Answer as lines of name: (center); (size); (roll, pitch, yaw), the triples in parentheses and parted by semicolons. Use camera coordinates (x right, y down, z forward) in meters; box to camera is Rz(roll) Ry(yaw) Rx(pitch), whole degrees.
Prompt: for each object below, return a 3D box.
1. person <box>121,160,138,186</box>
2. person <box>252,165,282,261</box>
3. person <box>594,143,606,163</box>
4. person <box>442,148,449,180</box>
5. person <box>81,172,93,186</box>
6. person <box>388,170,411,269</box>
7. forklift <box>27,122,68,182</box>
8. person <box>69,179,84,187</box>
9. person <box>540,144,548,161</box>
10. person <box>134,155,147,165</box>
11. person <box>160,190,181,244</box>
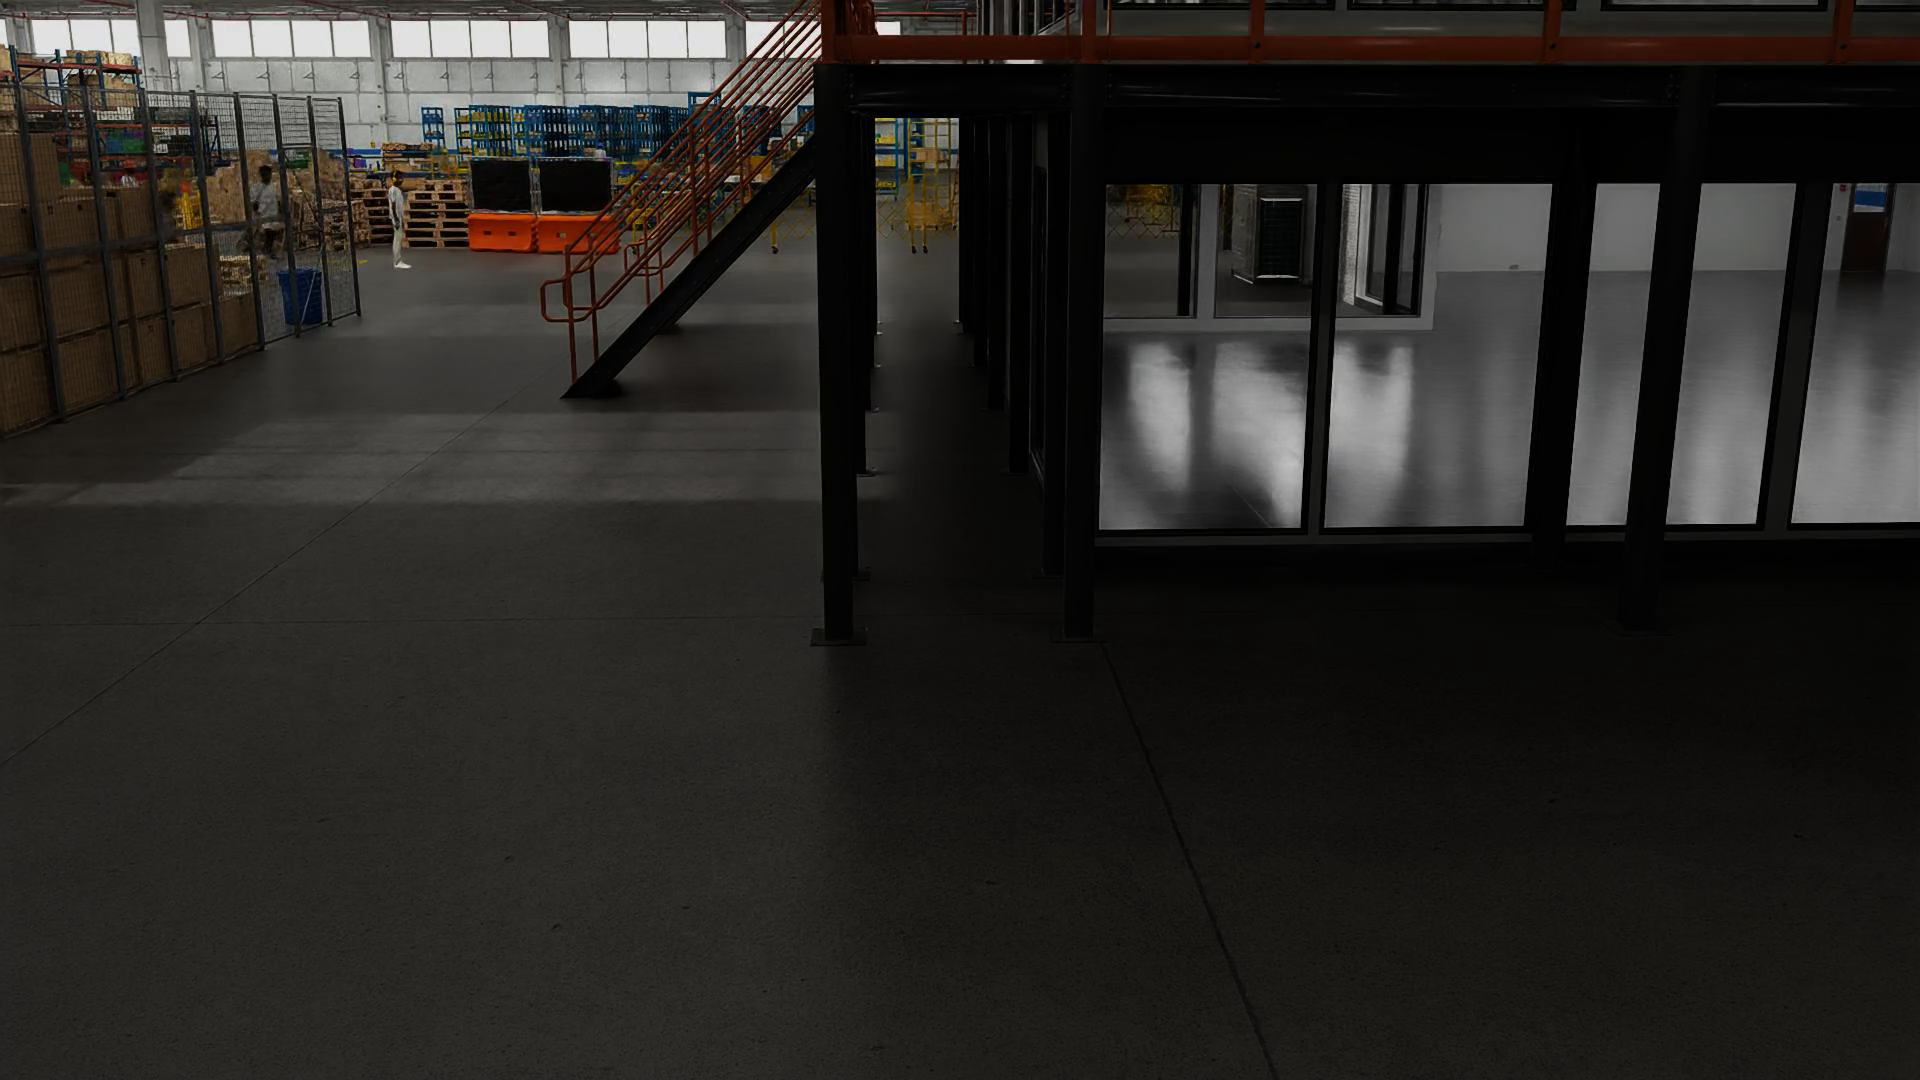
person: (-18.956, -7.733, 38.151); (0.360, 1.939, 0.543); (-1, 14, -5)
person: (-14.141, -6.677, 33.939); (0.720, 1.939, 0.604); (12, 18, 39)
person: (-16.028, -16.734, 74.154); (0.622, 1.935, 0.437); (5, 15, 19)
person: (-21.073, -15.173, 68.247); (0.407, 1.748, 0.554); (-3, 14, -13)
person: (-16.078, -5.878, 30.866); (0.323, 1.876, 0.528); (-1, 14, -6)
person: (-10.823, -6.174, 32.075); (0.335, 1.865, 0.520); (-2, 14, -7)
forklift: (-35.376, -14.773, 64.377); (1.129, 2.768, 1.873); (-1, 14, -2)
person: (-16.675, -5.942, 31.365); (0.700, 1.741, 0.523); (-4, 15, -15)
person: (-21.082, -19.173, 84.106); (0.489, 1.821, 0.611); (-3, 14, -13)
person: (-40.495, -18.780, 82.297); (0.644, 1.950, 1.029); (0, 14, -2)
person: (-11.221, -4.024, 23.567); (0.508, 1.825, 0.511); (-6, 15, -24)
